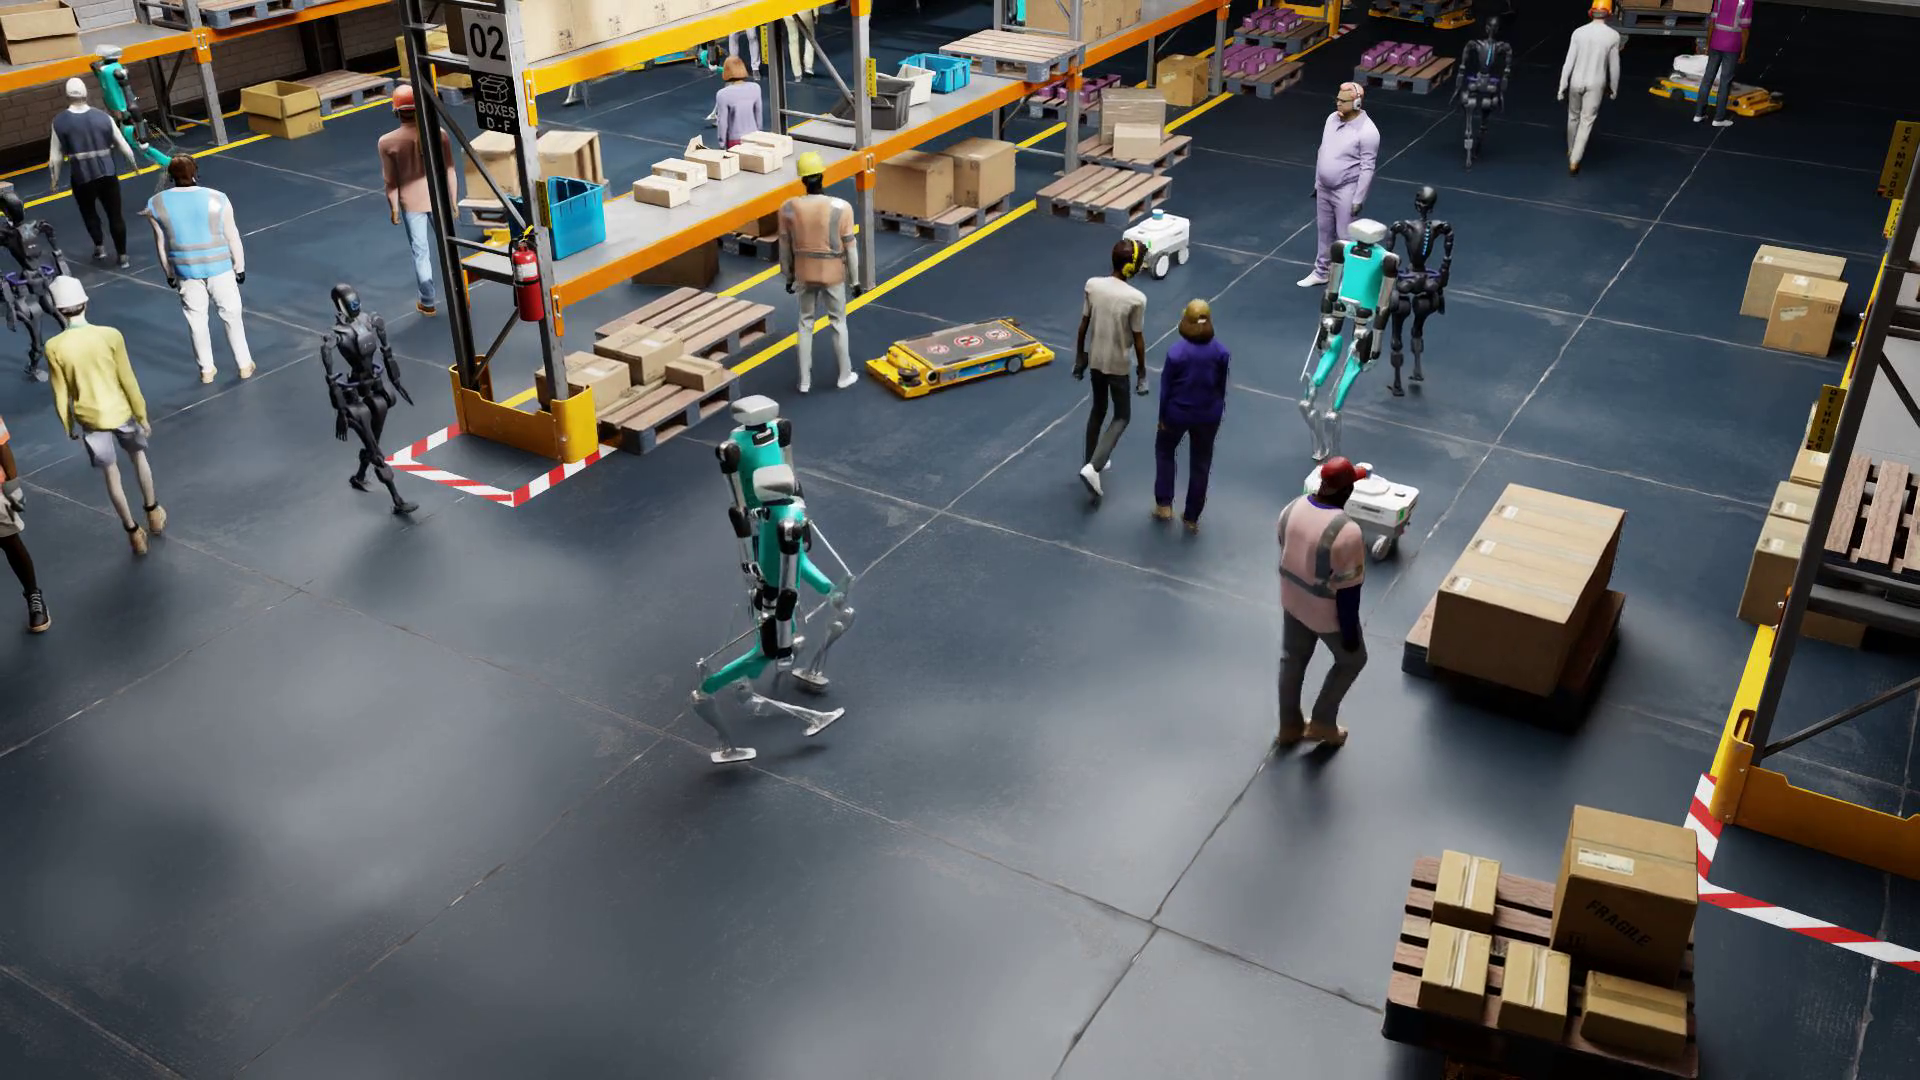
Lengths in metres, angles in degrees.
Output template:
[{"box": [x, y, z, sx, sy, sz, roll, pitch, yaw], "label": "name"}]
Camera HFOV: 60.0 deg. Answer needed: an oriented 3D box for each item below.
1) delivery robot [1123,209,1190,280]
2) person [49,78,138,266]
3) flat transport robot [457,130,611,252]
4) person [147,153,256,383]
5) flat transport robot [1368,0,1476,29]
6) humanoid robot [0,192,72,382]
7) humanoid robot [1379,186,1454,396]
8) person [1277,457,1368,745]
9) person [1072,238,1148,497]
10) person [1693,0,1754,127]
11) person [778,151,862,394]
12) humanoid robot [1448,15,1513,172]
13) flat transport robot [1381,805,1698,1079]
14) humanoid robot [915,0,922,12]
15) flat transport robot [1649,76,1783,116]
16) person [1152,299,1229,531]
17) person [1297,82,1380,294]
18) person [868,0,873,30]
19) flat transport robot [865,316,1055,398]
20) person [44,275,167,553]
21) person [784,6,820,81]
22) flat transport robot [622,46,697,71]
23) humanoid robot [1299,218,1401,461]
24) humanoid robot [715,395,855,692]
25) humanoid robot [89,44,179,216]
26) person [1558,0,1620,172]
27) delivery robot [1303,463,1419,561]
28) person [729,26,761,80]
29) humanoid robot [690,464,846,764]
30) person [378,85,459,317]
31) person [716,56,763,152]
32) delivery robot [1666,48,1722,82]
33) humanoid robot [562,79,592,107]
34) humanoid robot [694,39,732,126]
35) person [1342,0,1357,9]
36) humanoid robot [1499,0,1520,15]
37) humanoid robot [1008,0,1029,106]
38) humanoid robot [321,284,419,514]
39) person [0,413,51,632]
[{"box": [1.837, -2.805, 15.594, 0.499, 0.576, 0.757, 23, 36, 34], "label": "delivery robot"}, {"box": [-8.081, -3.424, 15.512, 0.766, 1.731, 0.569, -16, 33, -26], "label": "person"}, {"box": [-4.180, -3.144, 16.503, 0.659, 0.231, 1.431, 4, 30, 7], "label": "flat transport robot"}, {"box": [-5.967, -2.140, 13.137, 0.620, 1.838, 0.430, -10, 31, -18], "label": "person"}, {"box": [6.910, -7.882, 24.884, 0.659, 0.231, 1.431, -26, 39, -38], "label": "flat transport robot"}, {"box": [-7.227, -1.949, 13.004, 0.722, 1.629, 0.613, 18, 34, 29], "label": "humanoid robot"}, {"box": [3.508, -1.935, 12.933, 0.590, 1.651, 0.335, -3, 30, -5], "label": "humanoid robot"}, {"box": [1.949, 0.344, 8.834, 0.511, 1.740, 0.642, -17, 34, -27], "label": "person"}, {"box": [0.990, -1.170, 11.424, 0.592, 1.839, 0.595, 24, 37, 36], "label": "person"}, {"box": [9.062, -5.832, 19.655, 0.328, 1.846, 0.514, -19, 34, -30], "label": "person"}, {"box": [-1.080, -2.049, 12.913, 0.634, 1.913, 0.454, 4, 30, 7], "label": "person"}, {"box": [5.694, -4.930, 18.271, 0.596, 1.630, 0.759, 4, 30, 6], "label": "humanoid robot"}, {"box": [2.472, 2.115, 7.200, 0.659, 0.231, 1.431, 10, 31, 18], "label": "flat transport robot"}, {"box": [-0.681, -8.936, 25.366, 0.609, 1.625, 0.773, -5, 30, -9], "label": "humanoid robot"}, {"box": [9.462, -5.585, 20.822, 0.659, 0.231, 1.431, -20, 35, -31], "label": "flat transport robot"}, {"box": [1.531, -0.842, 11.068, 0.457, 1.610, 0.476, -3, 30, -5], "label": "person"}, {"box": [3.361, -3.102, 14.767, 0.414, 1.908, 0.640, -16, 33, -27], "label": "person"}, {"box": [-1.364, -8.219, 23.823, 0.628, 1.898, 0.947, -3, 30, -4], "label": "person"}, {"box": [0.006, -1.505, 13.603, 1.431, 0.231, 0.659, -17, 34, -28], "label": "flat transport robot"}, {"box": [-5.563, -0.839, 10.790, 0.517, 1.876, 0.660, -14, 32, -23], "label": "person"}, {"box": [-2.104, -6.880, 21.614, 0.600, 1.731, 0.528, 2, 30, 3], "label": "person"}, {"box": [-4.109, -6.638, 22.685, 1.431, 0.231, 0.659, -21, 36, -33], "label": "flat transport robot"}, {"box": [2.682, -1.324, 11.860, 0.530, 1.847, 0.712, 25, 38, 37], "label": "humanoid robot"}, {"box": [-0.914, 0.126, 9.286, 0.819, 1.819, 0.530, 22, 36, 33], "label": "humanoid robot"}, {"box": [-8.172, -4.118, 16.825, 0.572, 1.862, 0.830, 19, 35, 30], "label": "humanoid robot"}, {"box": [6.881, -5.001, 18.188, 0.593, 1.849, 0.984, 15, 33, 25], "label": "person"}, {"box": [2.623, -0.228, 11.051, 0.763, 0.592, 0.525, 16, 33, 26], "label": "delivery robot"}, {"box": [-2.842, -6.944, 21.533, 0.487, 1.942, 0.436, 2, 30, 3], "label": "person"}, {"box": [-1.098, 0.446, 8.654, 1.008, 1.725, 0.559, -8, 30, -14], "label": "humanoid robot"}, {"box": [-4.630, -2.916, 14.348, 0.611, 1.995, 0.389, -14, 32, -24], "label": "person"}, {"box": [-2.199, -4.026, 16.686, 0.503, 1.628, 0.277, -18, 34, -29], "label": "person"}, {"box": [9.452, -5.953, 21.201, 0.818, 0.614, 0.499, 25, 38, 37], "label": "delivery robot"}, {"box": [-4.786, -6.119, 20.383, 0.544, 1.904, 0.727, 20, 35, 31], "label": "humanoid robot"}, {"box": [-2.809, -5.718, 19.428, 0.735, 1.677, 0.533, -16, 33, -27], "label": "humanoid robot"}, {"box": [5.919, -9.036, 25.415, 0.321, 1.753, 0.561, -24, 37, -36], "label": "person"}, {"box": [8.354, -8.759, 25.002, 0.387, 1.638, 0.601, 24, 37, 36], "label": "humanoid robot"}, {"box": [0.921, -6.181, 20.411, 0.549, 1.748, 1.047, 11, 31, 18], "label": "humanoid robot"}, {"box": [-4.015, -0.987, 11.314, 0.815, 1.619, 0.607, 16, 33, 27], "label": "humanoid robot"}, {"box": [-5.830, -0.294, 9.754, 0.601, 1.956, 0.384, -14, 32, -23], "label": "person"}]
